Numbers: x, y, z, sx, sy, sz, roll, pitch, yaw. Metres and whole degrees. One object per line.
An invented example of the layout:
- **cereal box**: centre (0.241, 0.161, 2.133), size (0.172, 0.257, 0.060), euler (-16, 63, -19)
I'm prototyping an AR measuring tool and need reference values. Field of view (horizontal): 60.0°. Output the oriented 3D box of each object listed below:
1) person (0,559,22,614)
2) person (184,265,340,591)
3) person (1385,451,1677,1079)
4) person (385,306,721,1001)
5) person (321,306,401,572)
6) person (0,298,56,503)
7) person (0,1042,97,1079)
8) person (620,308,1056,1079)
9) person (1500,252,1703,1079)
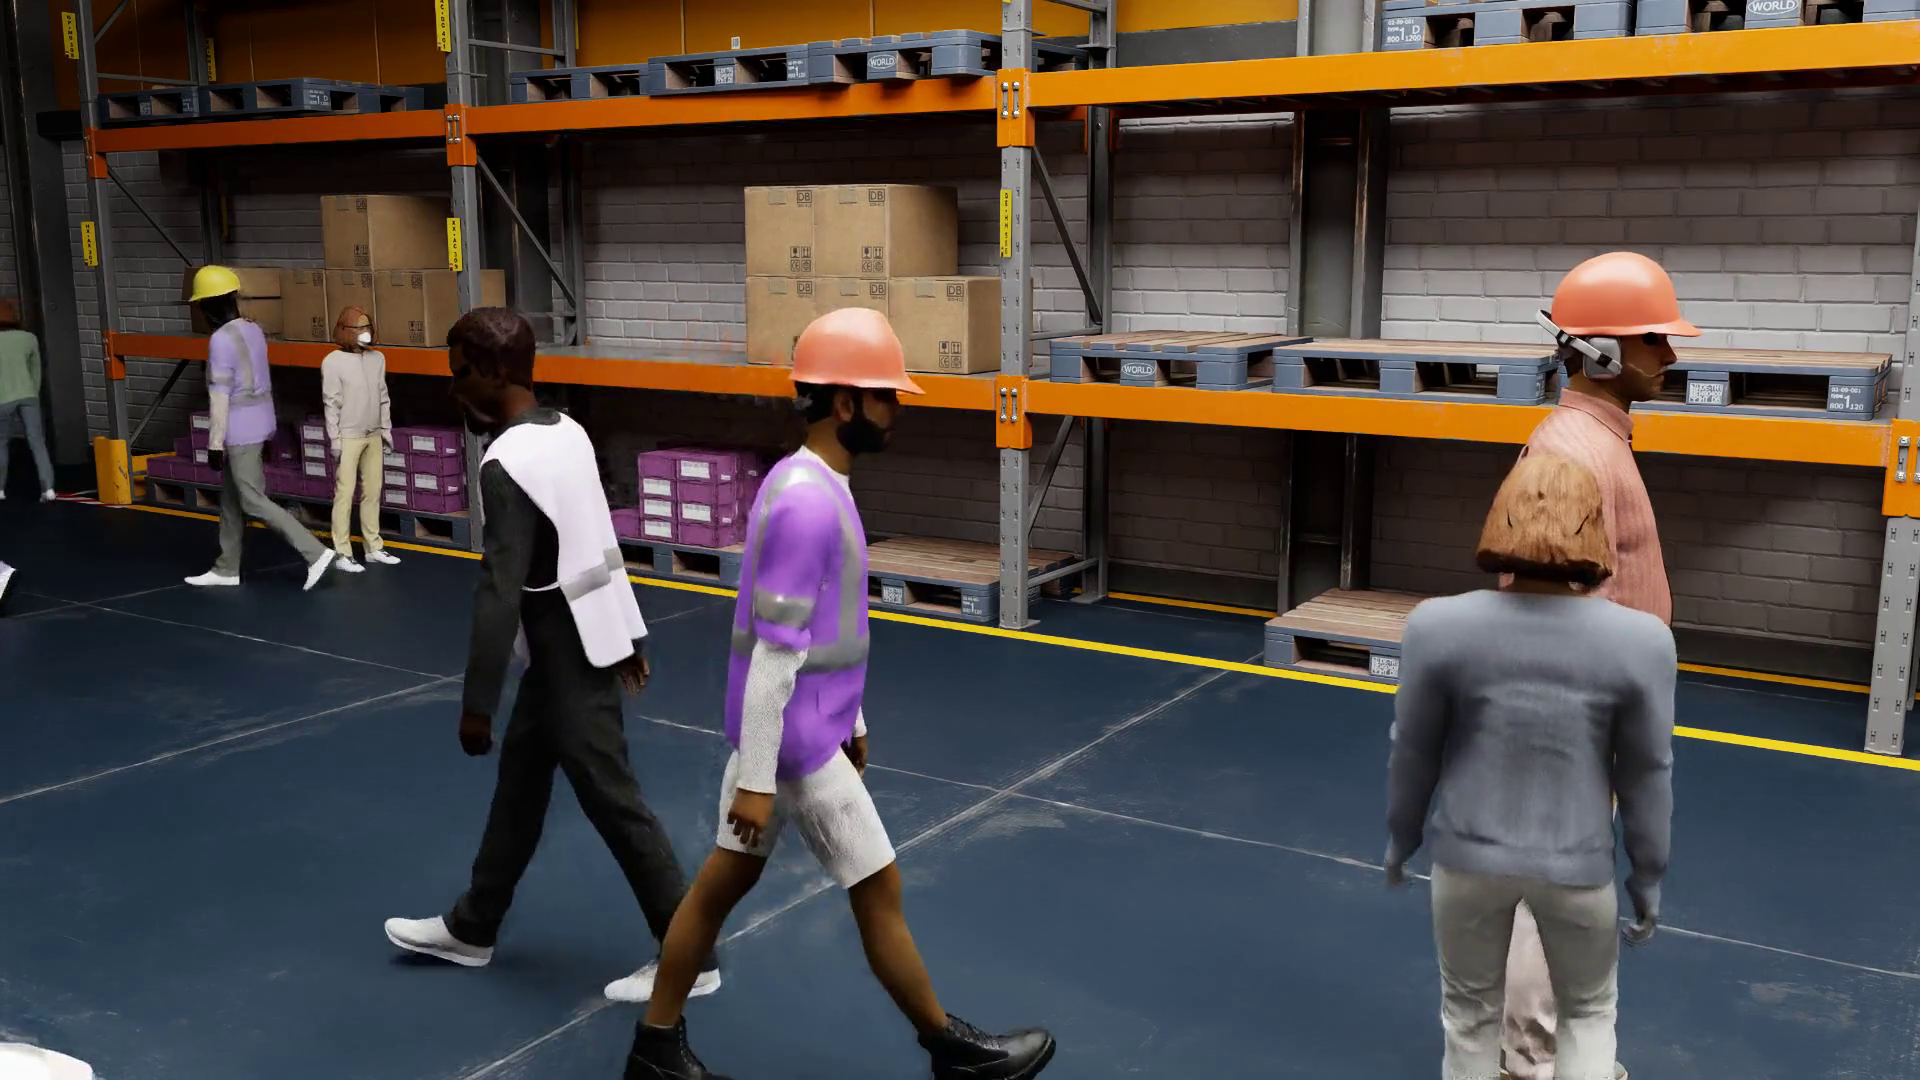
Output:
- **person**: centre (-5.466, -0.510, 8.901), size (0.842, 1.883, 0.637), euler (1, 10, 3)
- **person**: centre (-4.067, -0.629, 9.546), size (0.884, 1.894, 0.597), euler (-1, 10, -6)
- **person**: centre (1.101, 0.632, 3.276), size (0.523, 1.627, 0.353), euler (3, 11, 16)
- **person**: centre (-1.121, 0.317, 4.418), size (1.006, 1.850, 0.640), euler (0, 10, -1)
- **person**: centre (-3.689, -0.620, 10.225), size (0.285, 1.626, 0.497), euler (5, 11, 24)
- **person**: centre (-7.305, -1.070, 12.840), size (0.865, 1.586, 0.503), euler (8, 13, 39)
- **person**: centre (-0.880, 0.987, 1.332), size (0.524, 1.622, 0.523), euler (-9, 13, -40)
- **person**: centre (-0.325, 0.417, 3.790), size (1.044, 1.869, 0.554), euler (-1, 10, -7)
- **person**: centre (1.390, 0.368, 3.719), size (0.377, 1.995, 0.612), euler (3, 11, 15)
